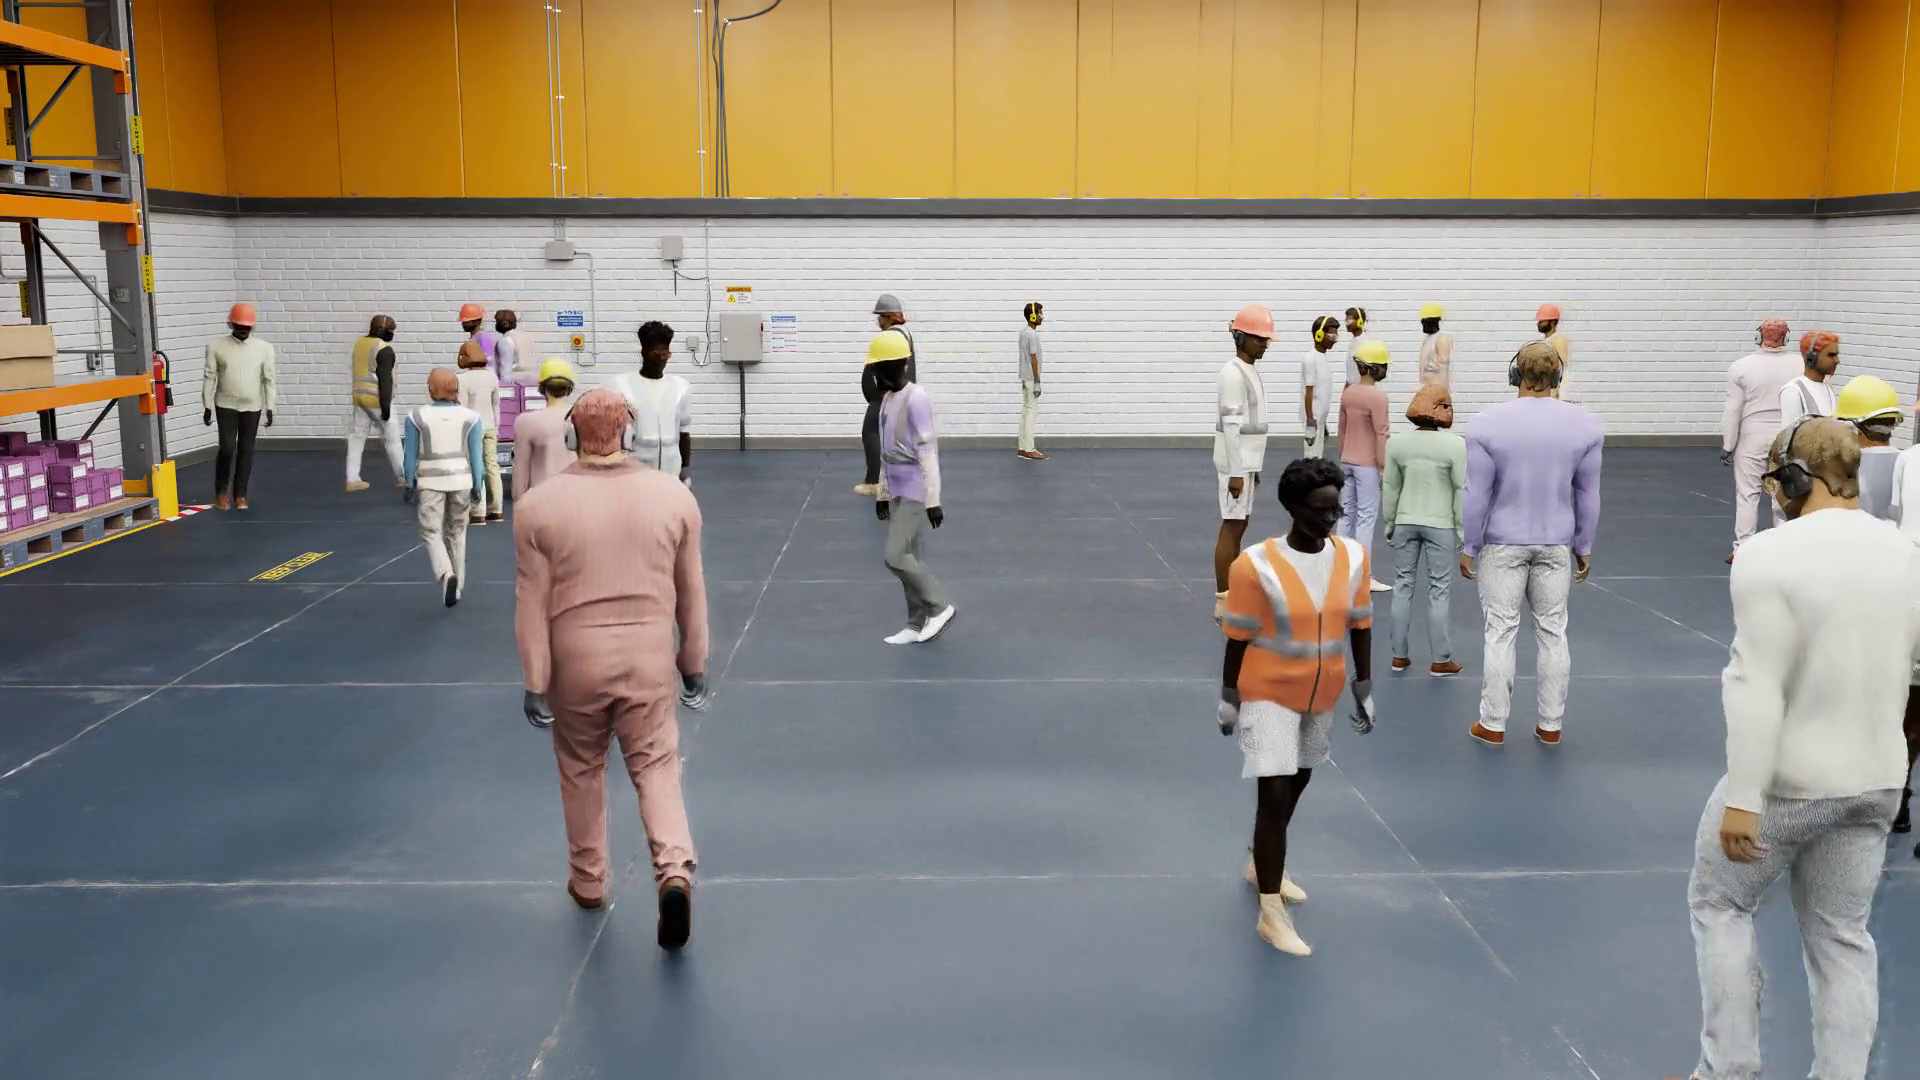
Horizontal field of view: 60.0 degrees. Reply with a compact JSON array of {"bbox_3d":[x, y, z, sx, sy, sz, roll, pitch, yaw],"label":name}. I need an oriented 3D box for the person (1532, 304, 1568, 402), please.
[{"bbox_3d":[6.395,-1.640,18.243,0.981,1.881,0.570,0,9,1],"label":"person"}]

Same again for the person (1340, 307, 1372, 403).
[{"bbox_3d":[4.384,-1.642,18.378,0.419,1.851,0.523,0,9,-3],"label":"person"}]

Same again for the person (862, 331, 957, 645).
[{"bbox_3d":[-0.339,-0.287,9.894,0.470,1.900,0.654,-4,10,-21],"label":"person"}]

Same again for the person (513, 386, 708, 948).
[{"bbox_3d":[-1.160,0.424,5.639,0.652,1.880,0.852,-4,10,-22],"label":"person"}]

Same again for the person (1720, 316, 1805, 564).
[{"bbox_3d":[6.112,-0.735,12.629,0.638,1.911,0.402,2,9,10],"label":"person"}]

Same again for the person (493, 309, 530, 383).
[{"bbox_3d":[-5.117,-1.755,19.171,0.804,1.815,0.631,2,9,10],"label":"person"}]

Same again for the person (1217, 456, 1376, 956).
[{"bbox_3d":[1.130,0.532,5.714,0.549,1.675,0.667,-4,10,-22],"label":"person"}]

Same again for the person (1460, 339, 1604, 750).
[{"bbox_3d":[2.670,0.031,7.830,0.636,1.939,0.362,1,9,3],"label":"person"}]

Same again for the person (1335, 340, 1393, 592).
[{"bbox_3d":[2.872,-0.522,11.755,0.329,1.767,0.529,-3,10,-20],"label":"person"}]

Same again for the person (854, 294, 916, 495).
[{"bbox_3d":[-0.777,-1.461,16.671,0.752,2.000,0.696,3,10,17],"label":"person"}]

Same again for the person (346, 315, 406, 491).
[{"bbox_3d":[-5.973,-1.414,17.126,0.721,1.791,0.860,6,11,35],"label":"person"}]

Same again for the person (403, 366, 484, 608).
[{"bbox_3d":[-3.427,-0.344,11.105,0.511,1.620,0.667,-5,10,-28],"label":"person"}]

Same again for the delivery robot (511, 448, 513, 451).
[{"bbox_3d":[-4.462,-0.951,17.800,0.707,0.478,0.477,-1,9,-8],"label":"delivery robot"}]

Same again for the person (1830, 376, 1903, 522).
[{"bbox_3d":[3.709,0.236,6.905,0.602,1.828,0.404,-3,10,-17],"label":"person"}]

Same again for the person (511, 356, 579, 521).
[{"bbox_3d":[-2.408,-0.230,10.013,0.540,1.748,0.599,-6,11,-34],"label":"person"}]

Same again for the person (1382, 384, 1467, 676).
[{"bbox_3d":[2.608,-0.059,9.317,0.498,1.633,0.284,7,12,39],"label":"person"}]

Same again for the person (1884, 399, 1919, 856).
[{"bbox_3d":[3.782,0.261,6.435,0.359,1.936,0.544,-4,10,-25],"label":"person"}]

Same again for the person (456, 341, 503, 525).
[{"bbox_3d":[-4.287,-0.949,14.779,0.270,1.631,0.507,5,11,29],"label":"person"}]

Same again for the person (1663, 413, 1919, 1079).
[{"bbox_3d":[2.165,0.637,4.268,0.679,1.891,0.608,-3,10,-17],"label":"person"}]

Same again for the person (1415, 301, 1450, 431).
[{"bbox_3d":[5.320,-1.708,18.596,0.576,1.910,0.587,-1,9,-4],"label":"person"}]

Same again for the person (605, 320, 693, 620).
[{"bbox_3d":[-2.060,-0.461,10.852,0.637,1.942,0.641,-6,11,-33],"label":"person"}]

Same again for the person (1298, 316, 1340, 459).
[{"bbox_3d":[3.113,-1.012,14.464,0.328,1.864,0.518,4,10,25],"label":"person"}]

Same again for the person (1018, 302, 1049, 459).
[{"bbox_3d":[0.867,-1.898,19.875,0.319,1.871,0.532,-2,10,-14],"label":"person"}]

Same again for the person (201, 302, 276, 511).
[{"bbox_3d":[-6.767,-1.248,15.646,0.644,1.957,0.508,-6,11,-32],"label":"person"}]

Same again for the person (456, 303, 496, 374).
[{"bbox_3d":[-5.429,-1.698,18.609,1.014,1.875,0.581,-5,10,-27],"label":"person"}]

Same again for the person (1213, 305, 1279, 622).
[{"bbox_3d":[1.832,-0.482,10.688,0.392,2.035,0.605,3,10,19],"label":"person"}]

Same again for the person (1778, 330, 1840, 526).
[{"bbox_3d":[5.331,-0.370,10.469,0.576,1.882,0.355,-8,13,-42],"label":"person"}]
